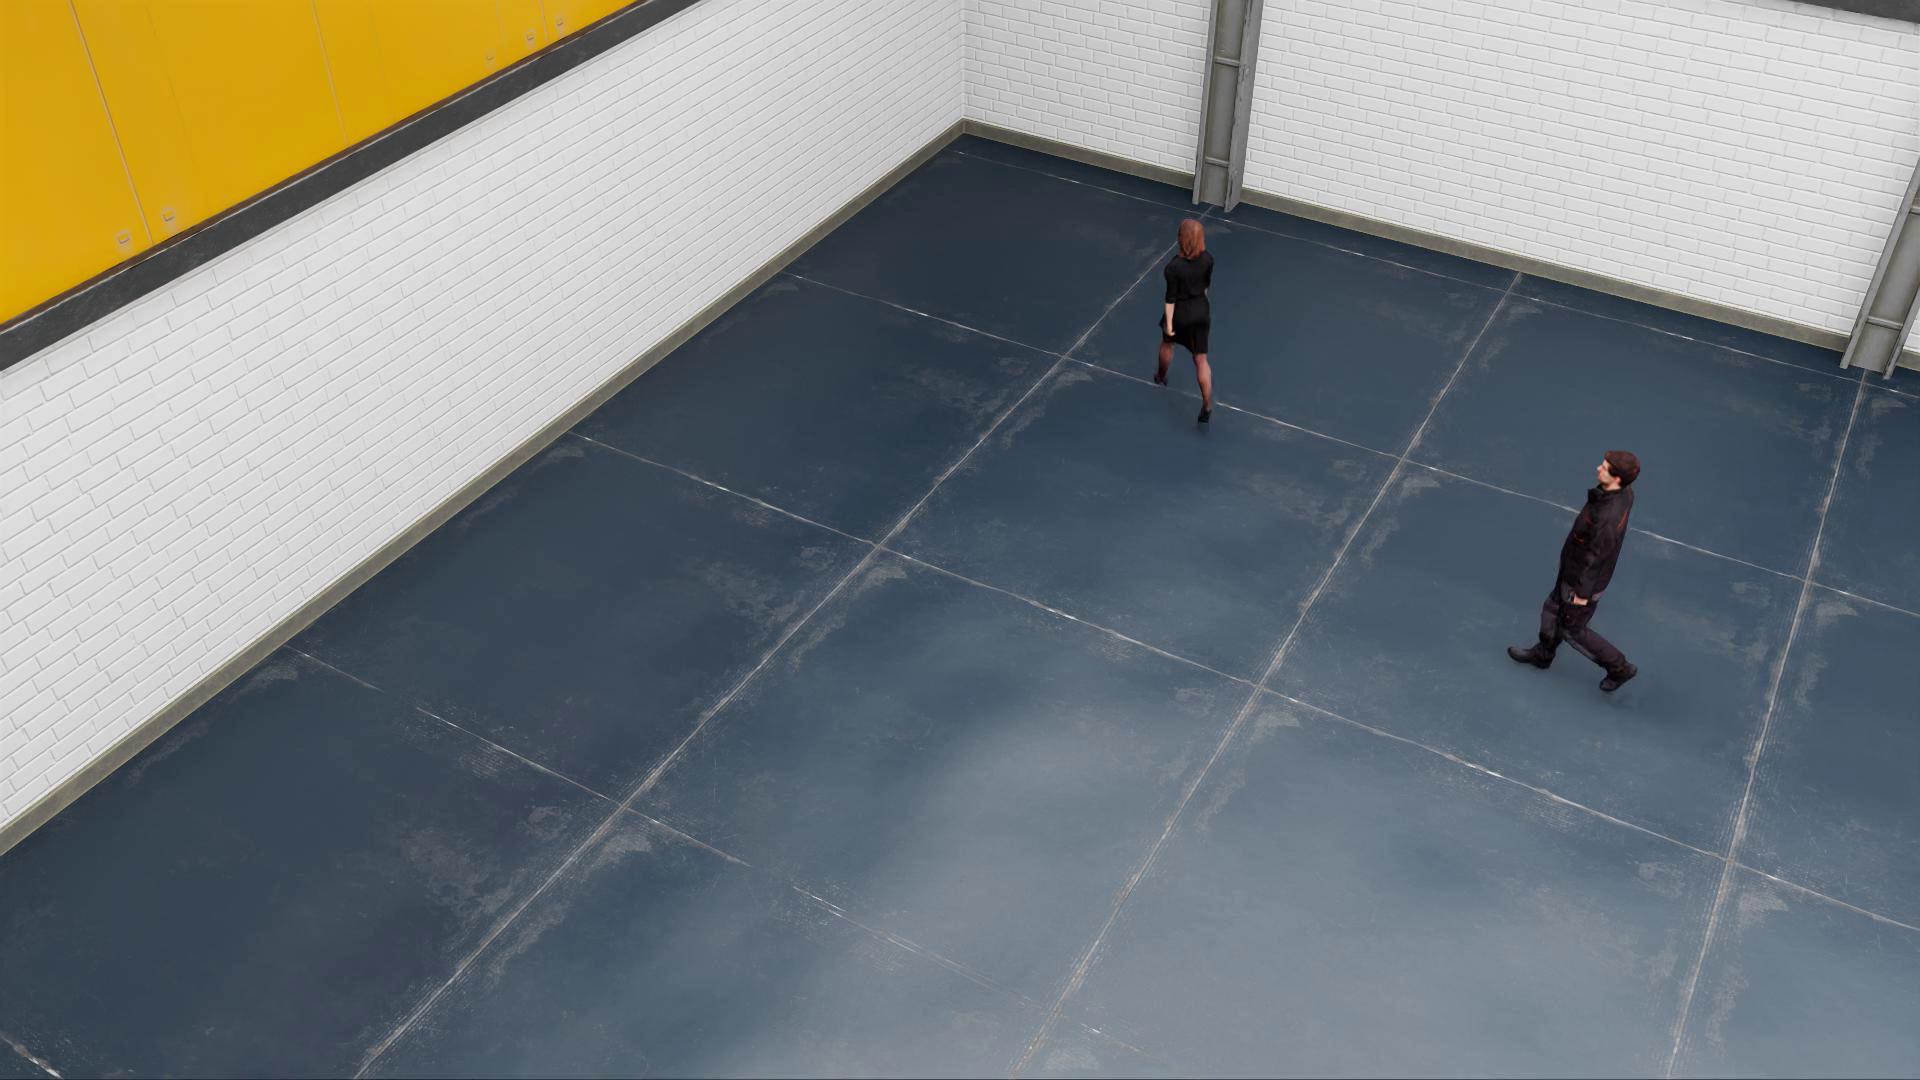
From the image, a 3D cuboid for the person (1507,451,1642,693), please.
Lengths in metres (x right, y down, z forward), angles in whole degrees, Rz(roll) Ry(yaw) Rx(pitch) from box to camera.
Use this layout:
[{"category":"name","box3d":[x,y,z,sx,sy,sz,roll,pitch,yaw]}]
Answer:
[{"category":"person","box3d":[4.080,0.223,10.593,1.068,1.820,0.800,15,41,18]}]

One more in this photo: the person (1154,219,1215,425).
[{"category":"person","box3d":[1.845,-1.691,13.118,1.057,1.659,1.150,-12,40,-14]}]
